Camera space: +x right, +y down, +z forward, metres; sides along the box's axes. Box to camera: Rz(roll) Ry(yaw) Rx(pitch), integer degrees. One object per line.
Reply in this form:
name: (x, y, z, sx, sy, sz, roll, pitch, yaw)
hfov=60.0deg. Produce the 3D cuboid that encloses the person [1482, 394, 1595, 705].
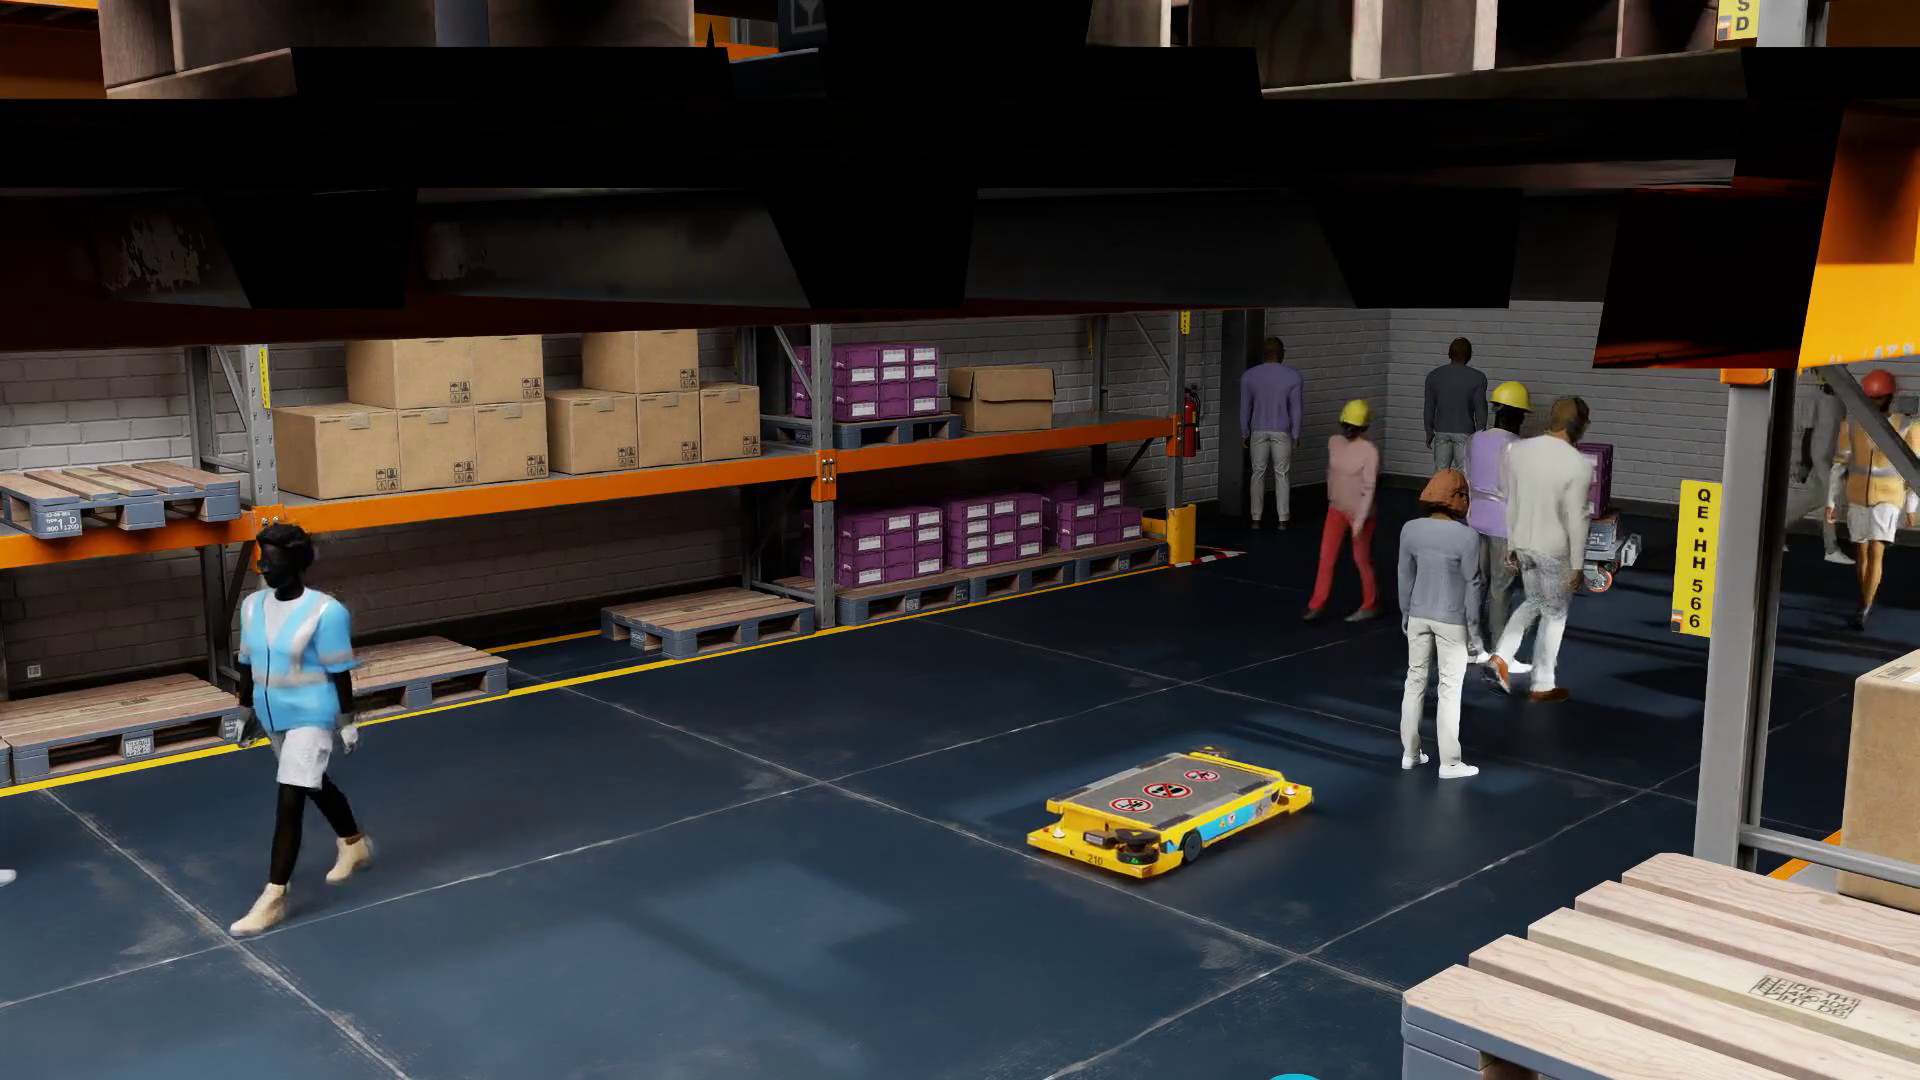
person: (3.527, 0.078, 10.046, 0.500, 1.918, 0.643, -5, 11, -26)

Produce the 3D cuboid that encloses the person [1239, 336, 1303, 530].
person: (3.116, -1.066, 16.689, 0.629, 1.937, 0.379, 3, 10, 19)

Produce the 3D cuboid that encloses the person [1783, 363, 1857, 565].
person: (7.773, -0.735, 15.071, 0.522, 1.834, 0.879, -6, 12, -32)

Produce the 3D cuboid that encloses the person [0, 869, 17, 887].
person: (-4.374, 0.668, 7.105, 0.492, 1.740, 0.324, -1, 10, -6)

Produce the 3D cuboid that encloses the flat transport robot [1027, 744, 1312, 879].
flat transport robot: (1.025, 1.263, 7.921, 0.652, 0.197, 1.431, 9, 13, 41)

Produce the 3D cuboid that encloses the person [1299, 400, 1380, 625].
person: (2.813, -0.189, 12.206, 0.862, 1.702, 0.587, -7, 12, -35)

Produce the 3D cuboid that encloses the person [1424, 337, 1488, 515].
person: (4.928, -1.044, 16.548, 0.635, 1.937, 0.354, 7, 12, 37)

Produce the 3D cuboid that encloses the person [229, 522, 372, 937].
person: (-2.781, 0.735, 6.971, 0.539, 1.653, 0.860, 4, 11, 24)

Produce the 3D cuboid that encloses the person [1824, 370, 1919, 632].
person: (6.643, -0.283, 12.193, 0.872, 1.900, 0.568, -9, 13, -41)

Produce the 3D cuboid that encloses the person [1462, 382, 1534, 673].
person: (3.565, -0.083, 10.988, 0.381, 1.917, 0.584, -4, 11, -23)

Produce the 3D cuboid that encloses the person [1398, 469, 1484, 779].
person: (2.533, 0.436, 8.776, 0.284, 1.633, 0.498, -8, 13, -39)
